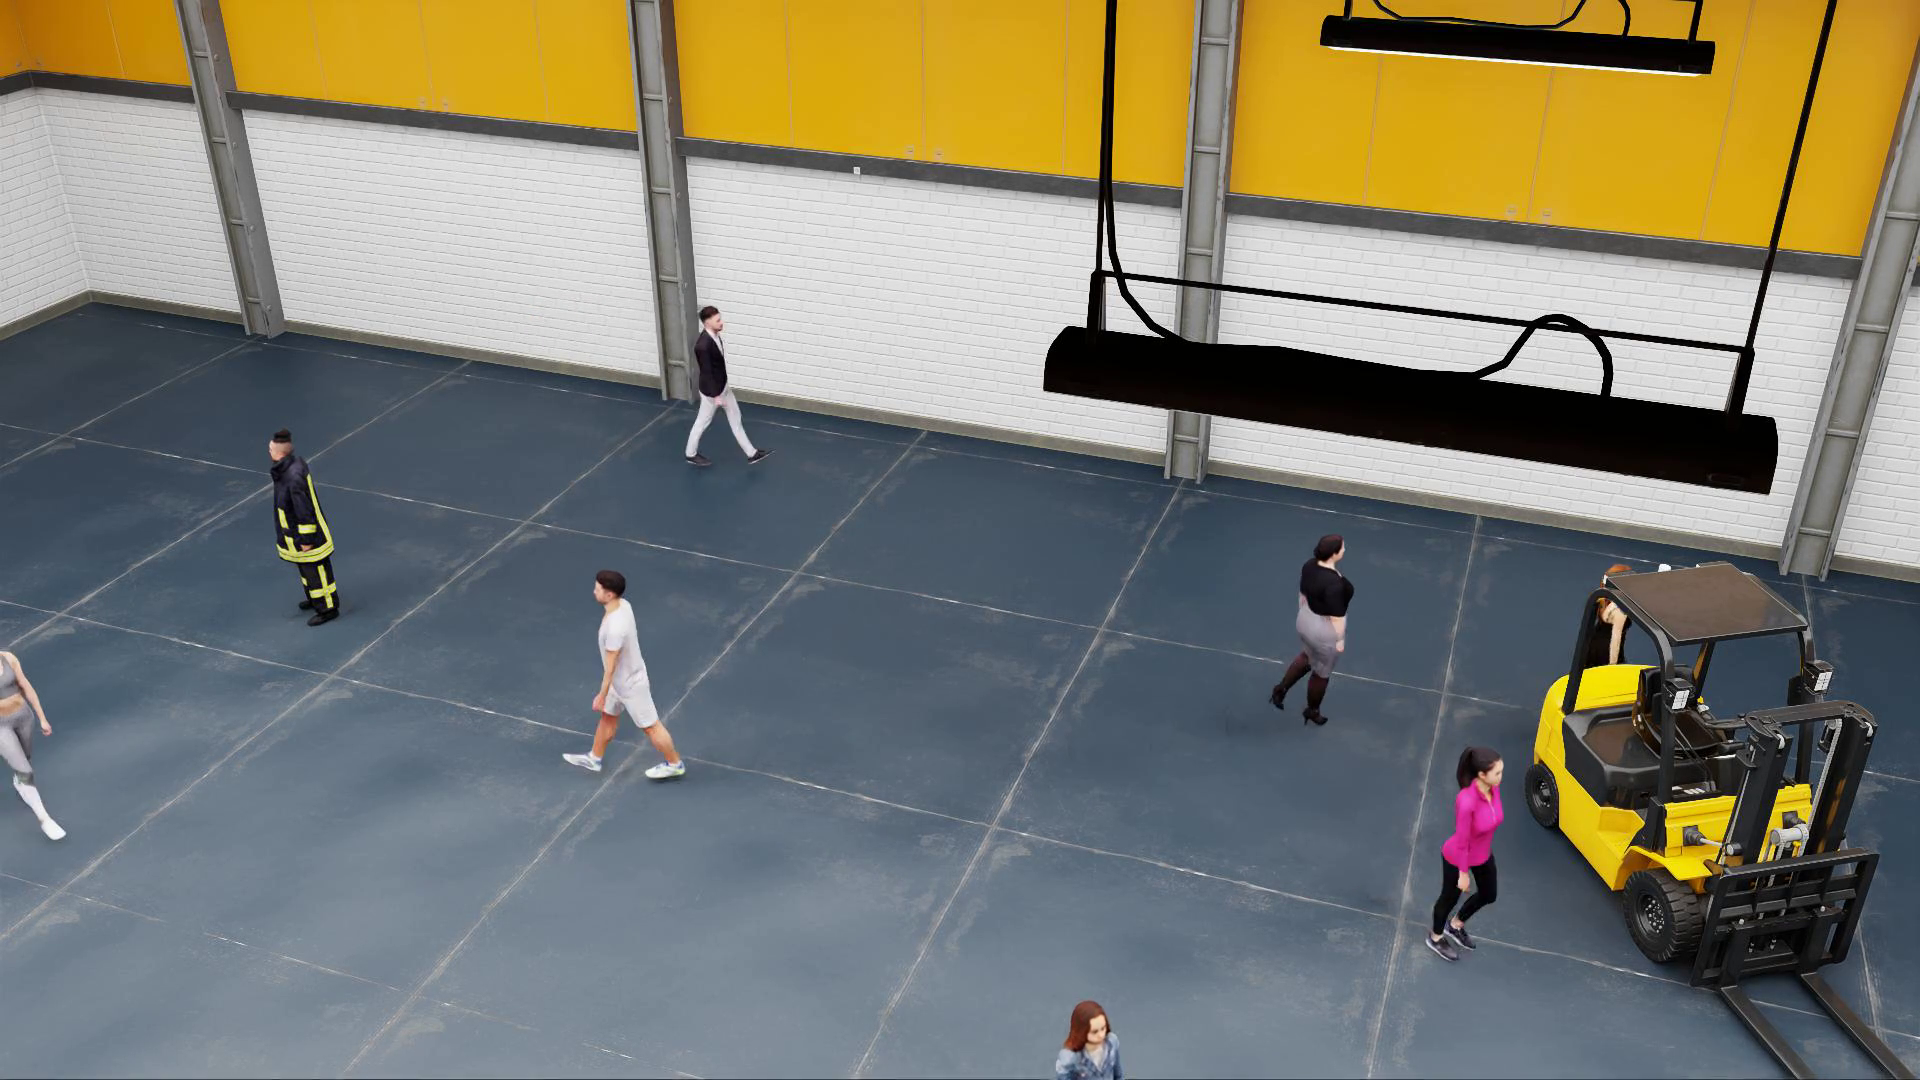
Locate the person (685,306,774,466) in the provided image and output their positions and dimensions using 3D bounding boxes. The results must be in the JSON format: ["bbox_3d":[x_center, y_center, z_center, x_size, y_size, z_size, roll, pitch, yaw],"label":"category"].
[{"bbox_3d":[-2.674,-1.564,17.404,1.248,1.791,0.862,4,29,8],"label":"person"}]

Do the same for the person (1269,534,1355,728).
[{"bbox_3d":[2.787,0.748,13.211,0.945,1.747,0.871,-8,30,-14],"label":"person"}]

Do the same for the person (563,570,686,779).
[{"bbox_3d":[-2.412,1.067,12.569,1.271,1.801,1.050,-5,29,-9],"label":"person"}]

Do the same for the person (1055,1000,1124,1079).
[{"bbox_3d":[0.676,3.097,9.214,0.914,1.450,1.054,-18,34,-30],"label":"person"}]

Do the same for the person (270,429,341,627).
[{"bbox_3d":[-5.819,-0.144,14.721,0.937,1.866,0.867,-14,32,-24],"label":"person"}]

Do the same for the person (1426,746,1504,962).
[{"bbox_3d":[3.250,2.033,10.917,0.699,1.688,0.732,-21,35,-33],"label":"person"}]

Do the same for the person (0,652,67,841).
[{"bbox_3d":[-6.995,1.337,12.219,1.180,1.663,0.791,21,35,33],"label":"person"}]

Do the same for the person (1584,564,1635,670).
[{"bbox_3d":[4.992,0.885,13.107,0.850,1.605,0.716,0,29,1],"label":"person"}]
